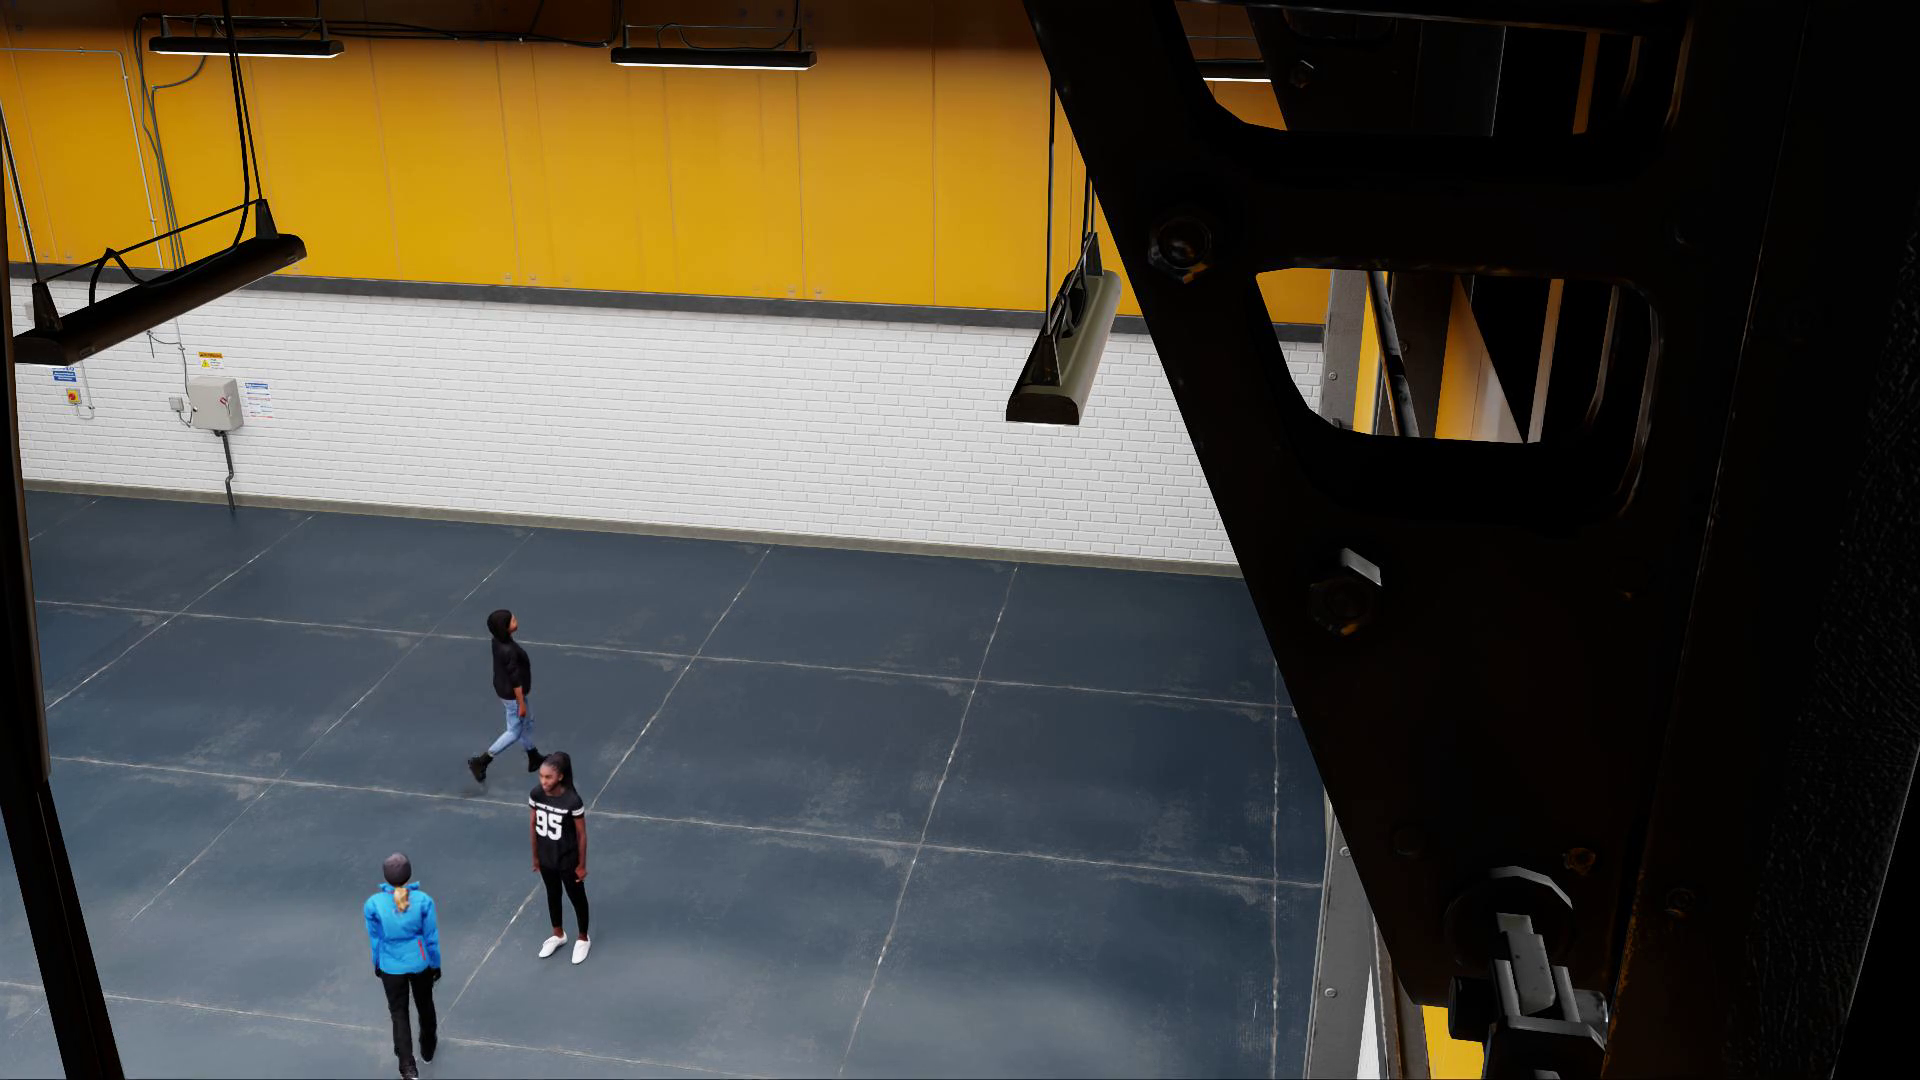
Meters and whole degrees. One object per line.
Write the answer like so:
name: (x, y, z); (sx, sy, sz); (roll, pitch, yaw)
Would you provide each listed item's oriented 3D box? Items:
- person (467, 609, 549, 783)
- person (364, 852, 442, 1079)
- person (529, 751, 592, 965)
person: (-4.075, 1.428, 14.869); (1.062, 1.671, 1.015); (-15, 28, -31)
person: (-3.752, 2.954, 11.252); (0.887, 1.773, 1.127); (-5, 24, -12)
person: (-3.021, 2.395, 12.587); (0.641, 1.728, 0.613); (8, 25, 17)
